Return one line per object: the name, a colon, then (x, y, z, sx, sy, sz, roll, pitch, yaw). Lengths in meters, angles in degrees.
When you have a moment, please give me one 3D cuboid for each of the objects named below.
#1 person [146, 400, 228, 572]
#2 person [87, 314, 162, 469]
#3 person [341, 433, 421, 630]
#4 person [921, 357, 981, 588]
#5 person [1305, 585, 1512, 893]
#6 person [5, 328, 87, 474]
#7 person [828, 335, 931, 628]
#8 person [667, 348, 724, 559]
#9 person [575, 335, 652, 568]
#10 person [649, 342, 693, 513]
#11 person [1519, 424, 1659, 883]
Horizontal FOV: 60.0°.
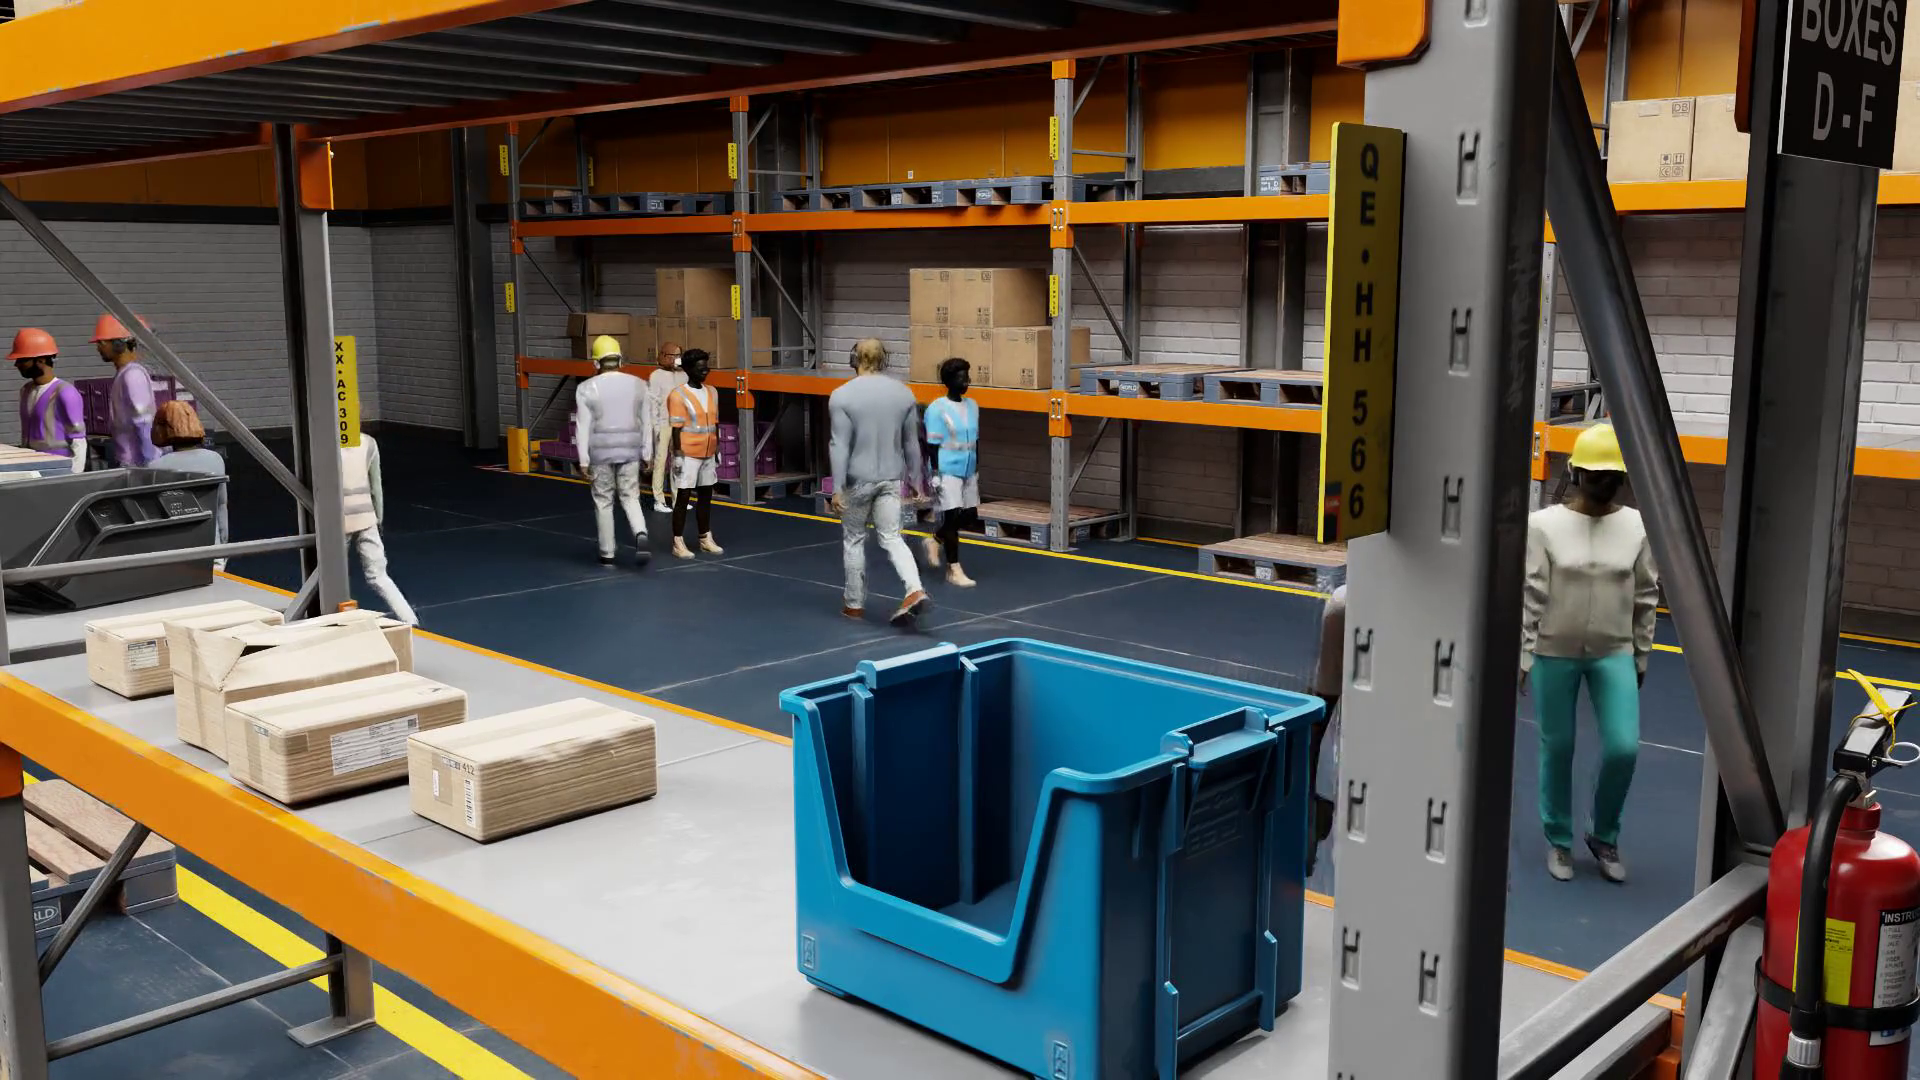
person: (-4.052, 0.082, 8.756, 0.267, 1.632, 0.507, 3, 10, 19)
person: (-5.923, -0.565, 11.611, 1.003, 1.994, 0.623, -5, 10, -26)
person: (-3.578, -0.077, 9.833, 0.810, 1.598, 0.511, 7, 12, 37)
person: (-0.089, -0.505, 12.214, 0.567, 1.683, 0.540, 8, 13, 42)
person: (1.121, 0.719, 4.217, 0.521, 1.839, 0.454, -3, 10, -16)
person: (-5.926, -0.408, 10.839, 0.547, 1.934, 0.376, 5, 11, 28)
person: (-0.514, -0.368, 10.728, 0.664, 1.901, 0.876, -5, 10, -27)
person: (-2.121, -0.690, 13.336, 0.320, 1.688, 0.533, 7, 11, 36)
person: (-2.630, -0.655, 12.711, 0.606, 1.813, 0.631, -5, 11, -29)
person: (-2.765, -1.079, 15.899, 0.277, 1.629, 0.496, 7, 12, 36)
person: (2.336, 0.438, 6.234, 0.531, 1.753, 0.433, 2, 9, 10)
